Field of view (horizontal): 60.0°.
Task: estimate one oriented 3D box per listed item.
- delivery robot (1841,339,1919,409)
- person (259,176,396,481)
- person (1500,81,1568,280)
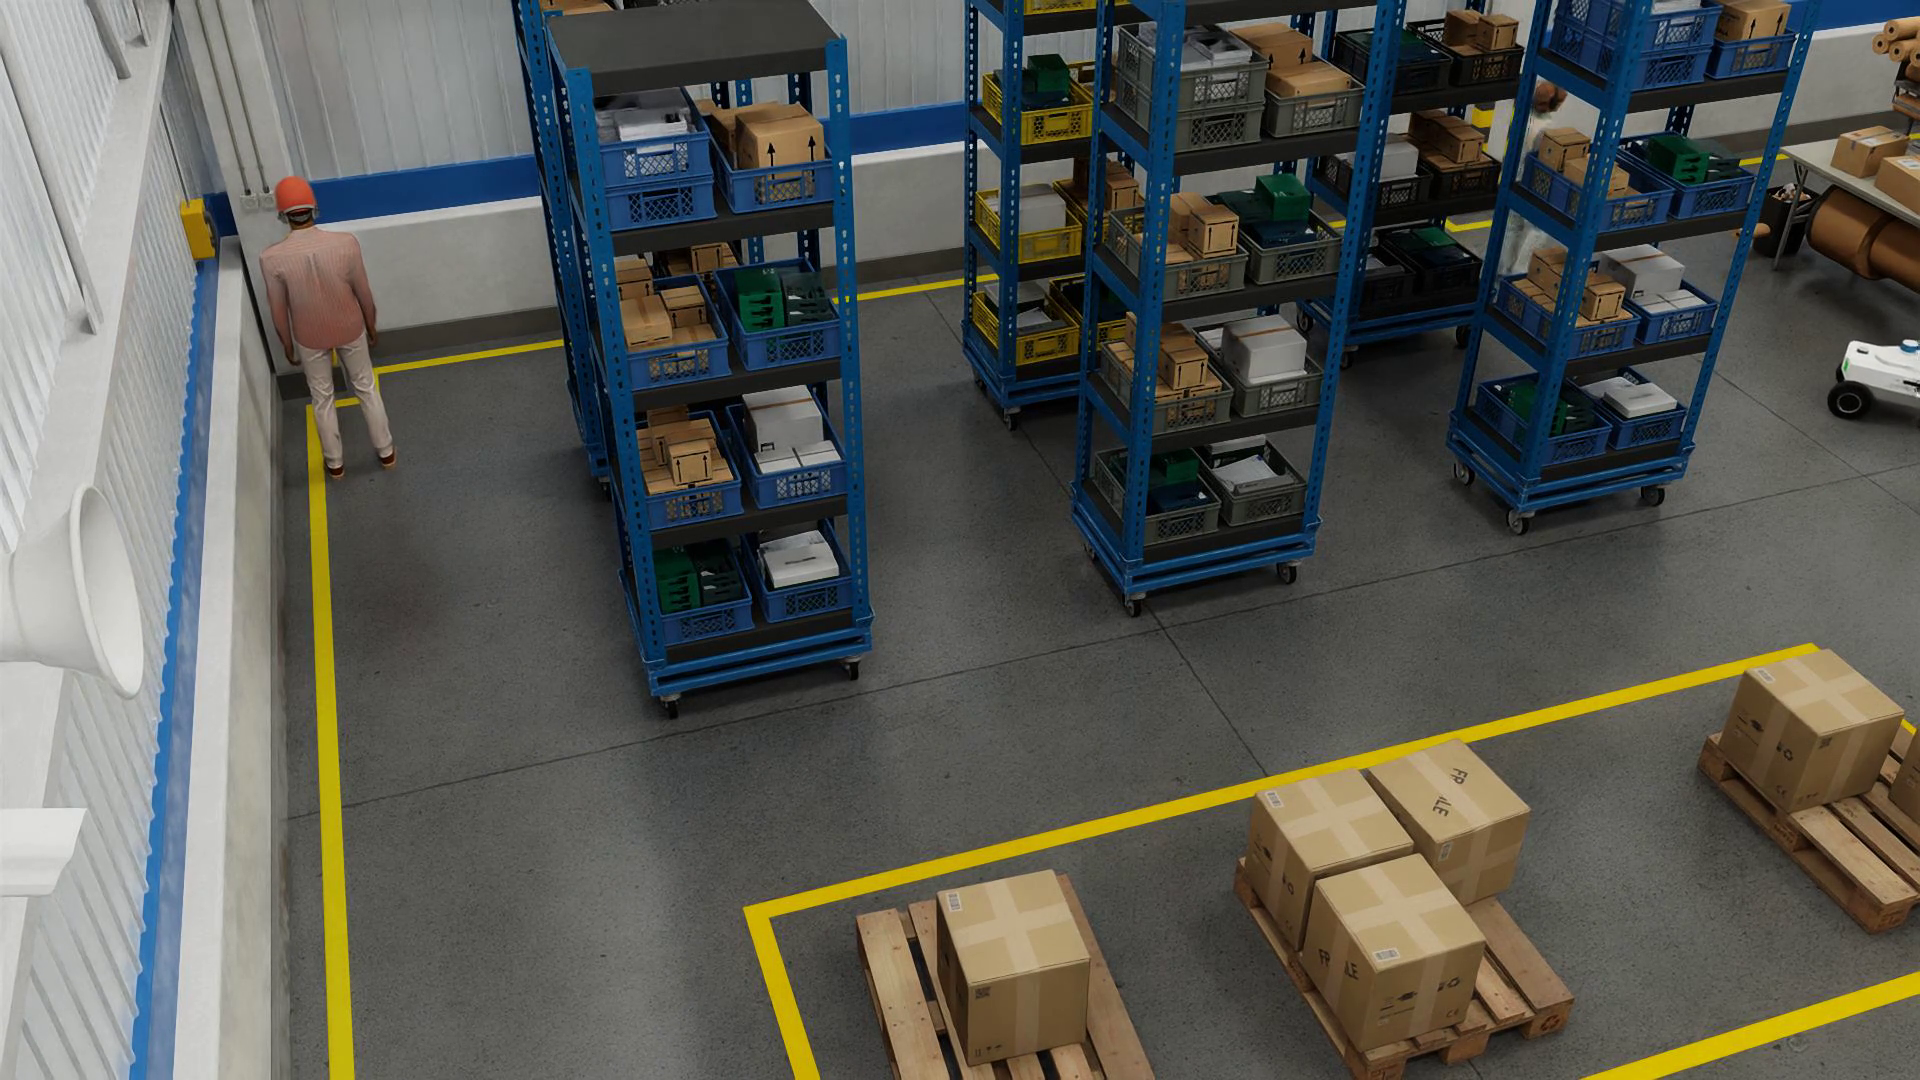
[{"bbox_3d":[6.391,-1.129,11.310,0.707,0.478,0.477,19,39,25],"label":"delivery robot"},{"bbox_3d":[-3.961,-1.325,10.439,0.616,1.985,0.413,-16,38,-21],"label":"person"},{"bbox_3d":[4.374,-2.708,12.700,0.384,1.628,0.524,-9,36,-12],"label":"person"}]
